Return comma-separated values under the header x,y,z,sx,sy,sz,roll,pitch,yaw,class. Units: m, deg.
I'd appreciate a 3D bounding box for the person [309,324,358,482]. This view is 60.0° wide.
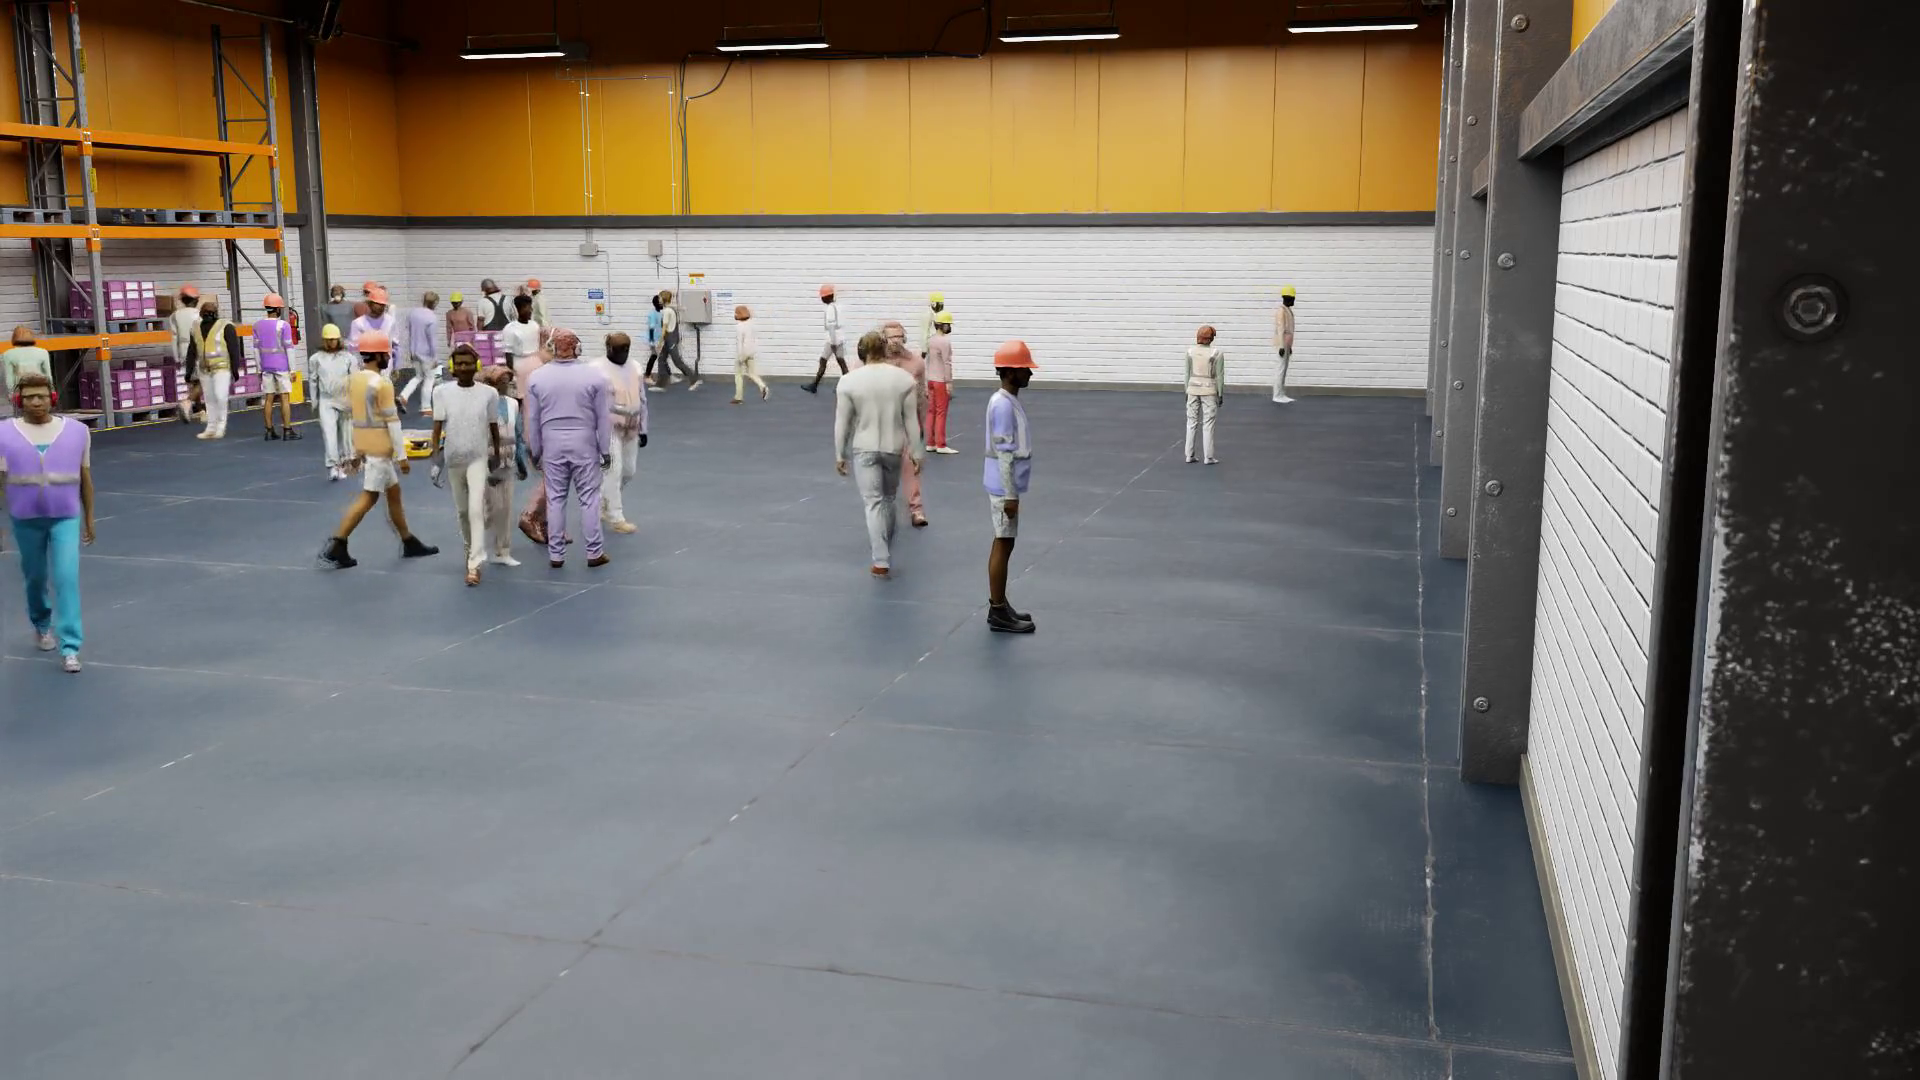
x,y,z,sx,sy,sz,roll,pitch,yaw,class
-6.755,-1.477,18.038,0.512,1.697,0.866,-5,11,-27,person

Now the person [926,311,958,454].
x,y,z,sx,sy,sz,roll,pitch,yaw,class
-0.235,-1.946,20.553,0.329,1.765,0.526,-5,11,-28,person

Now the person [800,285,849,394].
x,y,z,sx,sy,sz,roll,pitch,yaw,class
-2.310,-3.443,28.681,0.979,1.879,0.579,2,10,12,person

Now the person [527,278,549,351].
x,y,z,sx,sy,sz,roll,pitch,yaw,class
-7.823,-3.863,30.857,0.459,1.972,0.775,-5,11,-24,person

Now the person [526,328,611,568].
x,y,z,sx,sy,sz,roll,pitch,yaw,class
-3.100,-0.728,13.262,0.652,1.904,0.402,-1,10,-4,person

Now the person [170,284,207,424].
x,y,z,sx,sy,sz,roll,pitch,yaw,class
-10.978,-2.634,23.729,0.622,2.024,0.808,2,10,13,person

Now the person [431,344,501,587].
x,y,z,sx,sy,sz,roll,pitch,yaw,class
-3.799,-0.608,12.831,0.509,1.829,0.989,-2,10,-9,person

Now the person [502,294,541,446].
x,y,z,sx,sy,sz,roll,pitch,yaw,class
-5.447,-2.142,21.142,0.824,1.937,0.641,6,12,32,person

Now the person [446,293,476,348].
x,y,z,sx,sy,sz,roll,pitch,yaw,class
-9.223,-3.720,30.776,0.540,1.705,0.771,2,10,13,person

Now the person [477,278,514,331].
x,y,z,sx,sy,sz,roll,pitch,yaw,class
-8.283,-3.714,29.784,0.720,2.000,0.721,-6,12,-32,person

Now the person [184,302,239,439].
x,y,z,sx,sy,sz,roll,pitch,yaw,class
-9.923,-2.238,22.036,0.718,1.821,0.492,2,10,13,person

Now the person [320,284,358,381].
x,y,z,sx,sy,sz,roll,pitch,yaw,class
-10.436,-3.357,28.065,0.646,1.919,0.590,-2,10,-12,person

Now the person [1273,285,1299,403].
x,y,z,sx,sy,sz,roll,pitch,yaw,class
5.346,-3.220,27.304,0.380,1.925,0.592,4,11,22,person

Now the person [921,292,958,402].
x,y,z,sx,sy,sz,roll,pitch,yaw,class
-0.298,-3.147,27.223,0.828,1.797,0.611,5,11,26,person

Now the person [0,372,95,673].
x,y,z,sx,sy,sz,roll,pitch,yaw,class
-5.630,-0.139,10.225,0.585,1.809,0.959,-6,12,-31,person

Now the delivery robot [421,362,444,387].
x,y,z,sx,sy,sz,roll,pitch,yaw,class
-9.003,-2.841,28.778,0.707,0.478,0.477,-5,11,-27,delivery robot

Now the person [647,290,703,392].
x,y,z,sx,sy,sz,roll,pitch,yaw,class
-5.005,-3.484,29.161,0.944,1.808,0.514,-1,10,-4,person

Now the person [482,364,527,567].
x,y,z,sx,sy,sz,roll,pitch,yaw,class
-3.699,-0.584,13.222,0.363,1.625,0.531,5,11,26,person

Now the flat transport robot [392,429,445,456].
x,y,z,sx,sy,sz,roll,pitch,yaw,class
-6.784,-1.216,20.643,0.652,0.197,1.431,-1,10,-3,flat transport robot

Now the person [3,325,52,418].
x,y,z,sx,sy,sz,roll,pitch,yaw,class
-11.130,-1.753,19.895,0.508,1.619,0.481,-7,12,-34,person

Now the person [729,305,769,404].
x,y,z,sx,sy,sz,roll,pitch,yaw,class
-3.444,-2.998,26.916,0.646,1.615,0.507,6,11,29,person

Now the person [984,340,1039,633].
x,y,z,sx,sy,sz,roll,pitch,yaw,class
0.338,-0.358,11.067,0.363,1.939,0.542,0,10,1,person

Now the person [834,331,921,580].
x,y,z,sx,sy,sz,roll,pitch,yaw,class
-0.683,-0.677,13.004,0.649,1.890,0.965,-4,11,-19,person

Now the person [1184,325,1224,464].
x,y,z,sx,sy,sz,roll,pitch,yaw,class
2.862,-1.702,19.557,0.509,1.629,0.315,6,12,31,person

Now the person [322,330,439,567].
x,y,z,sx,sy,sz,roll,pitch,yaw,class
-4.727,-0.737,13.366,0.991,1.901,0.555,-10,14,-44,person

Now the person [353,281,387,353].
x,y,z,sx,sy,sz,roll,pitch,yaw,class
-9.709,-3.315,27.726,0.654,1.961,0.899,4,11,20,person

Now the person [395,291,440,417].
x,y,z,sx,sy,sz,roll,pitch,yaw,class
-8.007,-2.737,24.663,0.683,1.896,0.629,8,13,37,person

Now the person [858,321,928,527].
x,y,z,sx,sy,sz,roll,pitch,yaw,class
-0.590,-1.037,15.095,0.663,1.869,0.896,-2,10,-13,person

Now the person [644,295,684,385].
x,y,z,sx,sy,sz,roll,pitch,yaw,class
-5.450,-3.644,30.454,0.847,1.644,0.550,1,10,8,person

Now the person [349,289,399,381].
x,y,z,sx,sy,sz,roll,pitch,yaw,class
-7.688,-2.274,21.752,0.737,1.990,0.856,-5,11,-26,person

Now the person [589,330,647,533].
x,y,z,sx,sy,sz,roll,pitch,yaw,class
-3.159,-0.991,14.996,0.692,1.820,0.640,8,13,38,person

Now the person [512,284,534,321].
x,y,z,sx,sy,sz,roll,pitch,yaw,class
-7.884,-3.676,30.023,0.473,1.882,0.712,-1,10,-8,person

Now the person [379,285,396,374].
x,y,z,sx,sy,sz,roll,pitch,yaw,class
-10.157,-3.538,29.299,0.615,1.862,0.493,5,11,24,person

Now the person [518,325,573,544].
x,y,z,sx,sy,sz,roll,pitch,yaw,class
-3.495,-0.885,14.209,0.414,1.882,0.669,1,10,6,person

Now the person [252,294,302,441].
x,y,z,sx,sy,sz,roll,pitch,yaw,class
-8.994,-2.261,21.873,0.552,1.935,0.435,2,10,10,person
